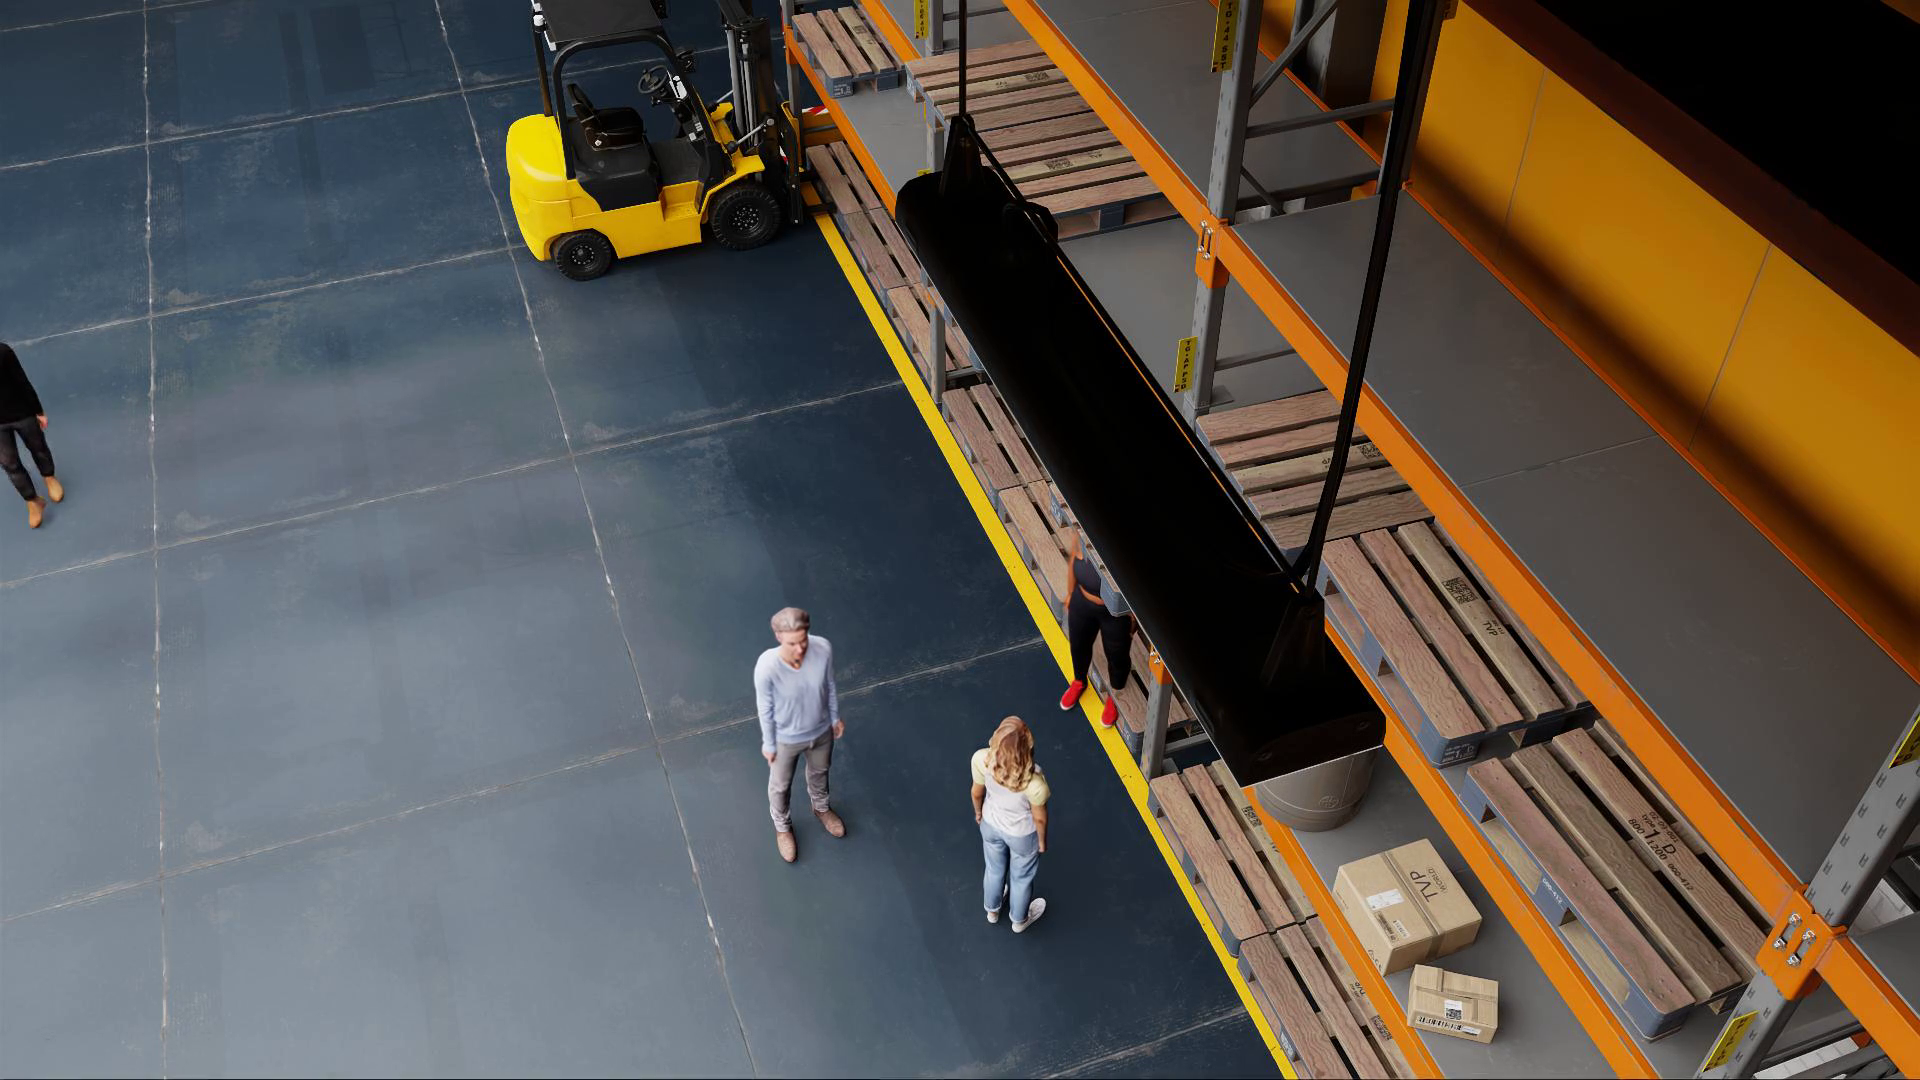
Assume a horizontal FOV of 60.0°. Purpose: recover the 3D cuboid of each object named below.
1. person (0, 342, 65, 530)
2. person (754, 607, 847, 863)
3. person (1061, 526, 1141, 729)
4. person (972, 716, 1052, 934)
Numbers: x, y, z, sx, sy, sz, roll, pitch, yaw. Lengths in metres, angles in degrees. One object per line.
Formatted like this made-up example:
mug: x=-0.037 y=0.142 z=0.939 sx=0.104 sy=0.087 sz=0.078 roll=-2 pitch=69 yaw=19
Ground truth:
person: x=-6.765 y=-0.959 z=11.788 sx=0.692 sy=1.705 sz=0.790 roll=-18 pitch=47 yaw=-18
person: x=-0.924 y=1.075 z=9.516 sx=0.699 sy=1.894 sz=0.630 roll=-22 pitch=48 yaw=-21
person: x=0.890 y=0.398 z=10.284 sx=0.762 sy=1.815 sz=0.830 roll=20 pitch=47 yaw=20
person: x=0.280 y=1.573 z=9.117 sx=0.698 sy=1.723 sz=0.767 roll=20 pitch=47 yaw=20
